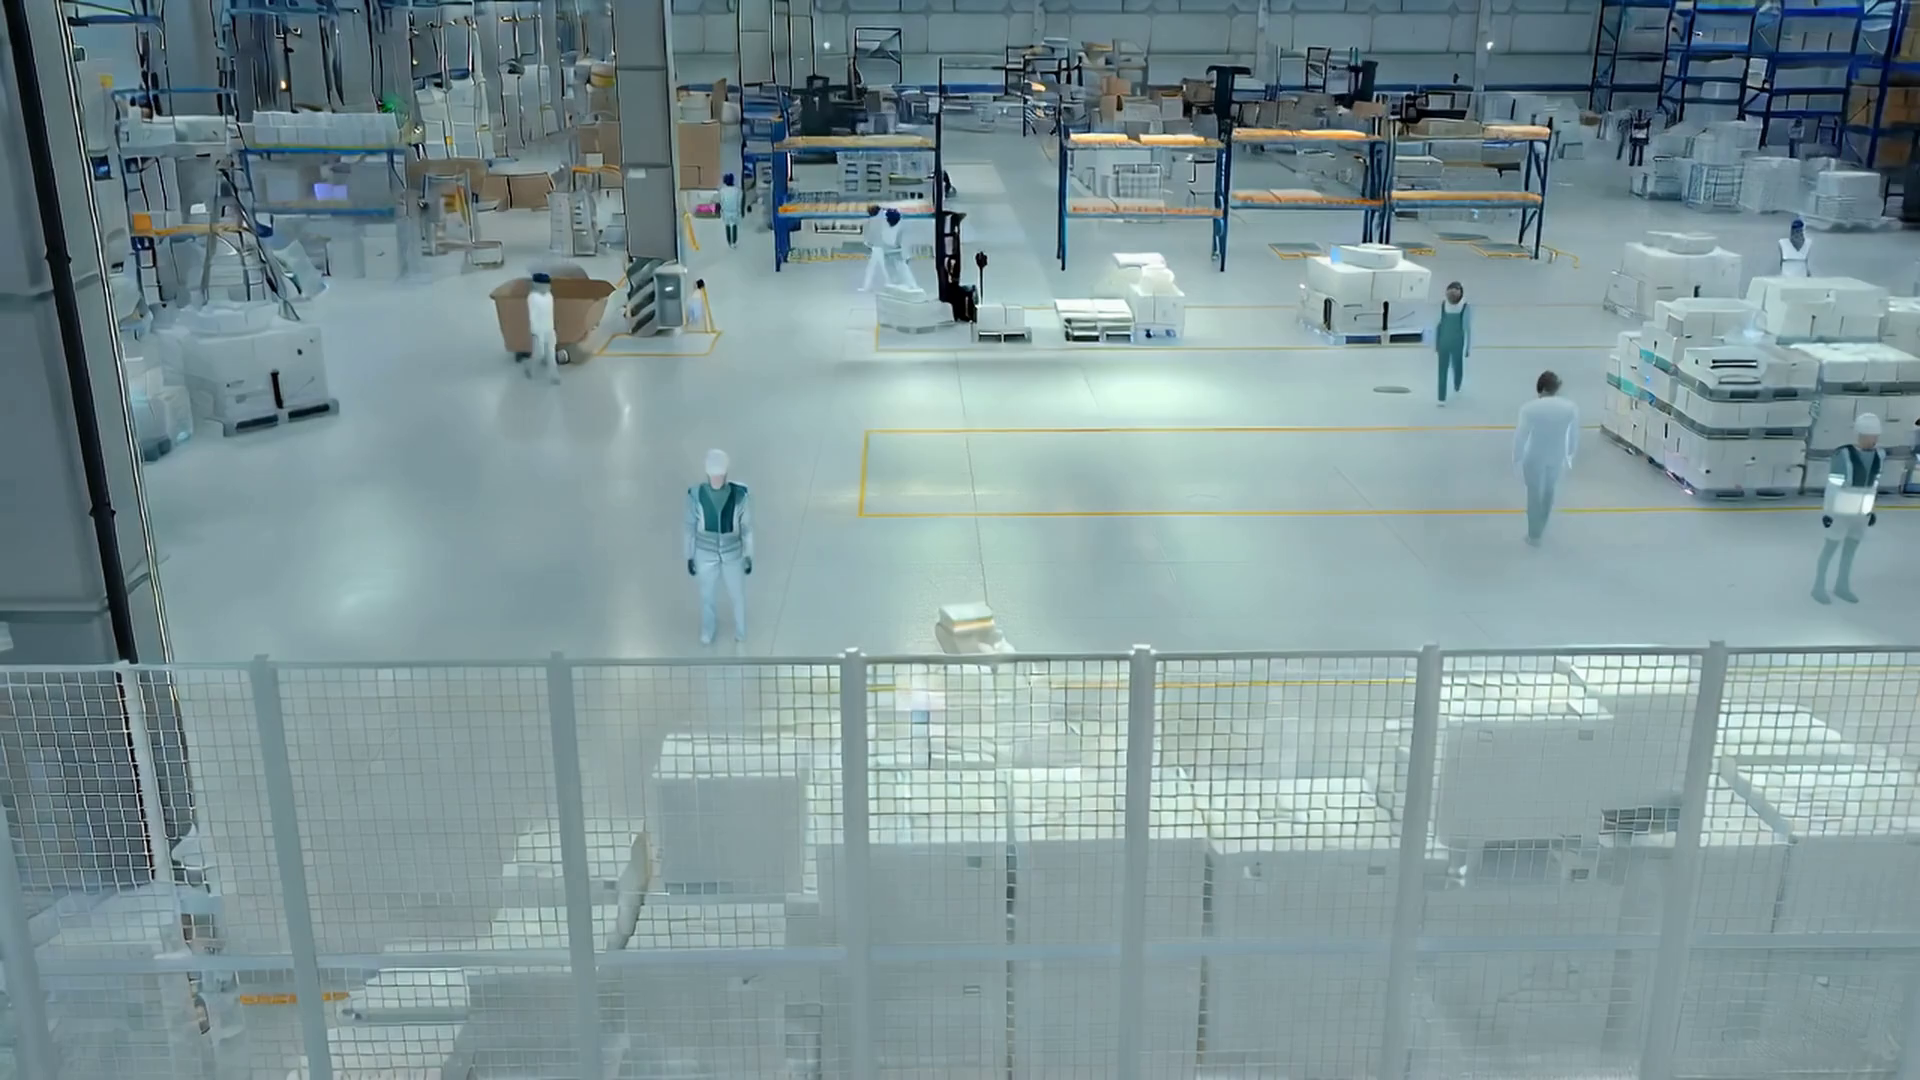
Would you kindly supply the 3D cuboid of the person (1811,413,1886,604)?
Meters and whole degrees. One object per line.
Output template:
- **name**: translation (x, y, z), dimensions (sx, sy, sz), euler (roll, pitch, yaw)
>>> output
- **person**: translation (8.712, -0.305, 16.229), dimensions (0.552, 1.935, 0.374), euler (-3, 19, -8)

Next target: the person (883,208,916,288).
- **person**: translation (-1.170, -5.371, 31.467), dimensions (0.633, 1.815, 0.887), euler (13, 23, 34)

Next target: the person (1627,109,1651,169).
- **person**: translation (22.103, -13.064, 54.130), dimensions (0.597, 1.910, 0.383), euler (15, 24, 38)

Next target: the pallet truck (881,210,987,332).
- **pallet truck**: translation (-0.493, -4.759, 29.349), dimensions (1.885, 1.965, 0.823), euler (-13, 23, -34)

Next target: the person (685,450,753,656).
- **person**: translation (-2.154, 0.127, 14.928), dimensions (0.602, 1.949, 0.388), euler (-4, 19, -11)

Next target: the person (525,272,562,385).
- **person**: translation (-6.333, -3.194, 25.115), dimensions (0.528, 1.727, 0.499), euler (13, 23, 34)

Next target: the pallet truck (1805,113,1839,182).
- **pallet truck**: translation (26.403, -11.957, 50.702), dimensions (0.823, 1.965, 1.885), euler (6, 19, 16)

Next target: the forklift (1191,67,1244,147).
- **forklift**: translation (9.517, -15.894, 61.023), dimensions (1.873, 2.768, 1.129), euler (-1, 19, -1)

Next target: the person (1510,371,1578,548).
- **person**: translation (6.266, -0.877, 17.952), dimensions (0.661, 1.917, 0.513), euler (-1, 19, -3)

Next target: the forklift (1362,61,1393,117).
- **forklift**: translation (16.187, -17.548, 65.929), dimensions (1.873, 2.768, 1.129), euler (-1, 19, -2)

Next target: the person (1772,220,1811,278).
- **person**: translation (14.601, -4.693, 29.297), dimensions (0.623, 1.902, 0.527), euler (-1, 19, -3)

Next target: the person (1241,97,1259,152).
- **person**: translation (10.298, -14.766, 59.127), dimensions (0.637, 1.936, 0.355), euler (2, 19, 7)

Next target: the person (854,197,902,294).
- **person**: translation (-1.593, -5.801, 32.665), dimensions (1.042, 1.869, 0.581), euler (-9, 21, -25)

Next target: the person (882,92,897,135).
- **person**: translation (-2.743, -15.738, 62.071), dimensions (0.966, 1.894, 0.663), euler (4, 19, 12)

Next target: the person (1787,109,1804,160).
- **person**: translation (27.504, -13.277, 54.864), dimensions (0.634, 1.838, 0.429), euler (-14, 23, -36)

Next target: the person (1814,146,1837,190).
- **person**: translation (22.069, -9.122, 42.542), dimensions (0.906, 1.852, 0.587), euler (-4, 19, -12)

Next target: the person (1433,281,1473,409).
- **person**: translation (7.053, -2.809, 23.827), dimensions (0.527, 1.826, 0.585), euler (9, 21, 26)

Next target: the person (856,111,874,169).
- **person**: translation (-3.025, -12.723, 53.120), dimensions (0.550, 1.913, 0.866), euler (9, 20, 24)

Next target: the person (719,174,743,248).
- **person**: translation (-5.221, -7.498, 37.954), dimensions (0.562, 1.674, 0.434), euler (-5, 19, -13)

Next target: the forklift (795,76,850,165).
- **forklift**: translation (-4.706, -14.034, 55.504), dimensions (1.873, 2.768, 1.129), euler (-16, 24, -39)

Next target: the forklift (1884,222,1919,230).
- **forklift**: translation (23.981, -9.090, 40.838), dimensions (1.873, 2.768, 1.129), euler (-1, 19, -2)

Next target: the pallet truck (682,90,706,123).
- **pallet truck**: translation (-9.671, -15.907, 62.421), dimensions (0.823, 1.965, 1.885), euler (5, 19, 15)

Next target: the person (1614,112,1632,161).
- **person**: translation (22.572, -13.753, 56.630), dimensions (0.525, 1.602, 0.813), euler (17, 25, 41)

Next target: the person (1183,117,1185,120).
- **person**: translation (7.244, -13.081, 54.613), dimensions (0.543, 1.610, 0.687), euler (1, 19, 3)
